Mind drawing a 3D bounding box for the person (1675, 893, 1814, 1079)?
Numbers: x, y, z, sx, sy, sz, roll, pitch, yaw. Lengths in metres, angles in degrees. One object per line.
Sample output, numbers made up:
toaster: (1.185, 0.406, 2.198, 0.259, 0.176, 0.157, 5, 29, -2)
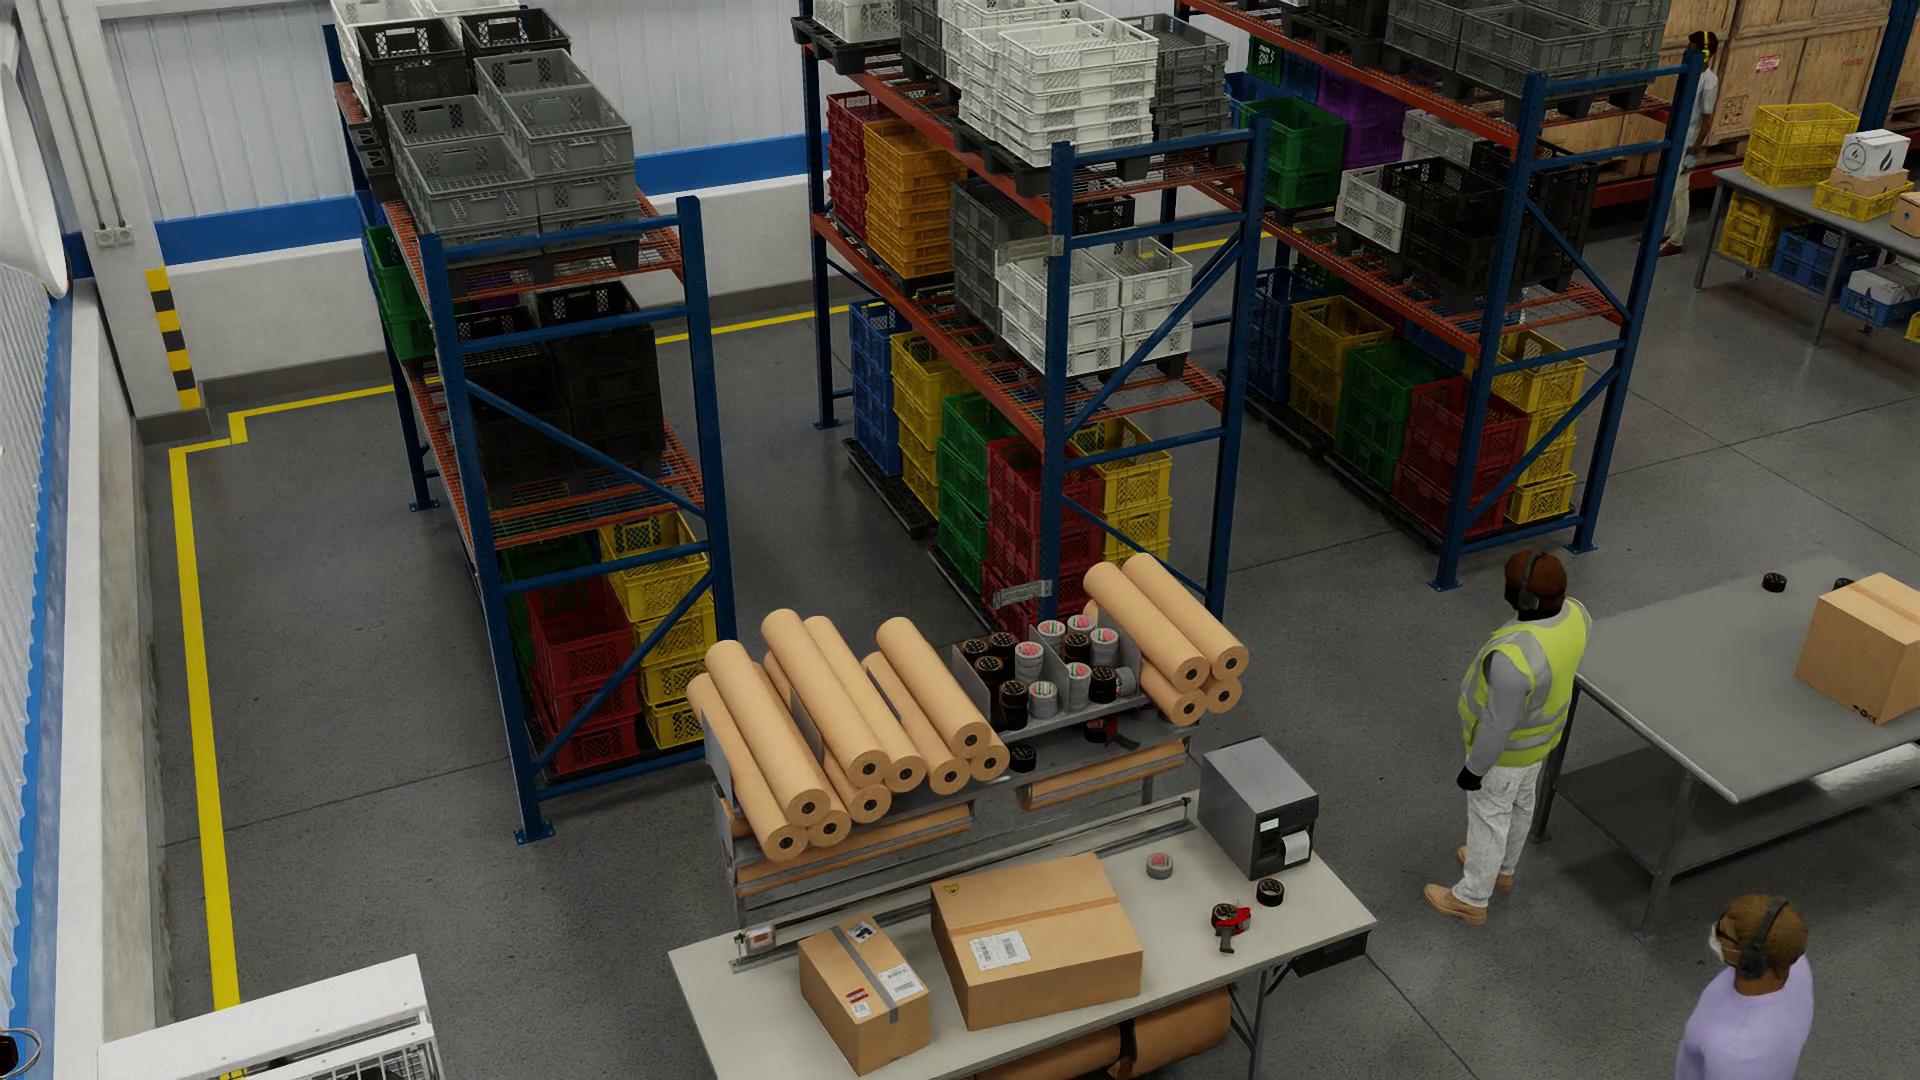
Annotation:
person: (2.394, 1.885, 5.304, 0.354, 1.937, 0.634, 21, 38, 31)

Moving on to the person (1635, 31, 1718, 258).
person: (5.972, -3.254, 13.727, 0.310, 1.858, 0.534, 2, 32, 3)

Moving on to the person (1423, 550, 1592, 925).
person: (2.326, 0.839, 7.099, 0.429, 1.839, 0.623, 26, 40, 36)

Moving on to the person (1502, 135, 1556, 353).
person: (3.784, -1.894, 11.495, 0.575, 1.882, 0.355, -22, 38, -31)
